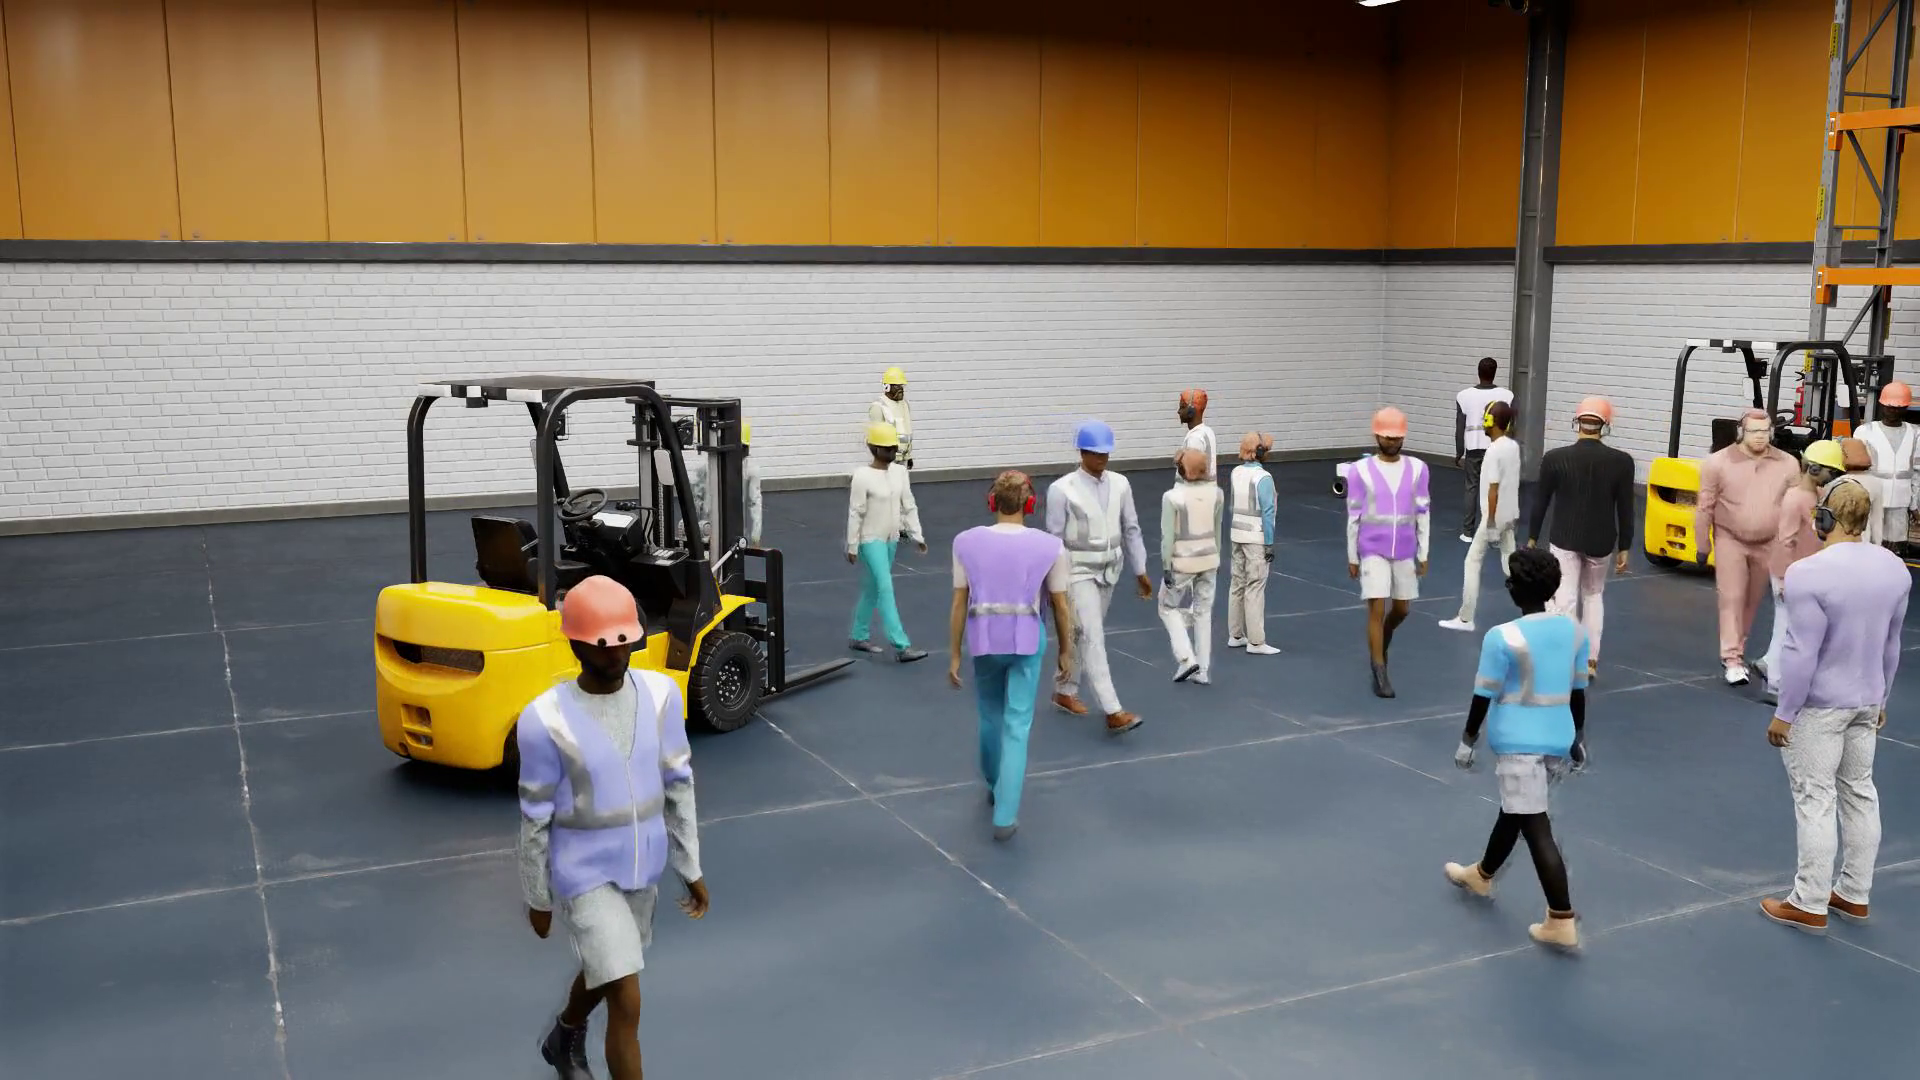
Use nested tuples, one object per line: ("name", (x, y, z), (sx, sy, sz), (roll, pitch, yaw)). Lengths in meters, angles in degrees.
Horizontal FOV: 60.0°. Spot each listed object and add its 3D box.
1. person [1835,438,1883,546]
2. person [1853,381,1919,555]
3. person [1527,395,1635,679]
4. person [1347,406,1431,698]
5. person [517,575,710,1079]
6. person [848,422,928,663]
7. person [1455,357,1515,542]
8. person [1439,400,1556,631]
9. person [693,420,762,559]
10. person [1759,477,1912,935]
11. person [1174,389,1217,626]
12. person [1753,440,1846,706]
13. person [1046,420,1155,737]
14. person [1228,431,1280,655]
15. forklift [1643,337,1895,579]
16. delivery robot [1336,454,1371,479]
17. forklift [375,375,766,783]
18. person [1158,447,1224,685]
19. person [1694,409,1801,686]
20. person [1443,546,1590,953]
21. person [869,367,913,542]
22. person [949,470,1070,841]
("person", (6.485, 0.051, 12.157), (0.512, 1.590, 0.846), (-3, 10, -17))
("person", (7.421, -0.309, 13.330), (0.548, 1.934, 0.376), (1, 9, 8))
("person", (4.184, 0.012, 11.250), (0.633, 1.967, 0.579), (1, 9, 9))
("person", (2.847, 0.049, 11.168), (0.545, 1.920, 0.771), (0, 9, -2))
("person", (-1.151, 1.015, 5.290), (0.541, 1.892, 1.007), (-9, 13, -44))
("person", (-0.500, 0.021, 11.947), (0.899, 1.722, 0.535), (7, 12, 38))
("person", (5.411, -0.922, 17.181), (0.593, 1.920, 0.391), (2, 9, 15))
("person", (4.187, -0.155, 12.736), (0.914, 1.830, 0.502), (9, 13, 43))
("person", (-1.748, -0.065, 12.492), (0.526, 1.700, 0.447), (-1, 9, -9))
("person", (3.699, 0.701, 7.049), (0.635, 1.937, 0.355), (-4, 10, -21))
("person", (1.861, -0.256, 13.154), (0.337, 1.882, 0.583), (3, 9, 15))
("person", (5.350, 0.224, 10.586), (0.561, 1.739, 0.426), (-8, 12, -41))
("person", (0.862, 0.219, 10.145), (0.622, 1.892, 0.982), (-7, 11, -36))
("person", (2.146, 0.020, 12.210), (0.309, 1.638, 0.511), (-4, 10, -22))
("forklift", (7.551, -0.789, 15.507), (2.313, 2.155, 1.214), (-4, 10, -25))
("delivery robot", (5.011, -0.822, 20.490), (0.707, 0.478, 0.477), (9, 13, 43))
("forklift", (-2.268, 0.149, 9.685), (1.214, 2.155, 2.313), (6, 11, 32))
("person", (1.557, 0.183, 11.253), (0.522, 1.628, 0.363), (-4, 10, -24))
("person", (5.374, 0.057, 11.246), (0.664, 1.864, 0.933), (1, 9, 5))
("person", (2.374, 0.845, 7.043), (0.549, 1.646, 0.865), (-5, 10, -27))
("person", (-0.690, -0.881, 17.234), (0.403, 1.825, 0.592), (6, 11, 33))
("person", (0.268, 0.541, 8.443), (0.587, 1.801, 0.919), (1, 9, 8))
